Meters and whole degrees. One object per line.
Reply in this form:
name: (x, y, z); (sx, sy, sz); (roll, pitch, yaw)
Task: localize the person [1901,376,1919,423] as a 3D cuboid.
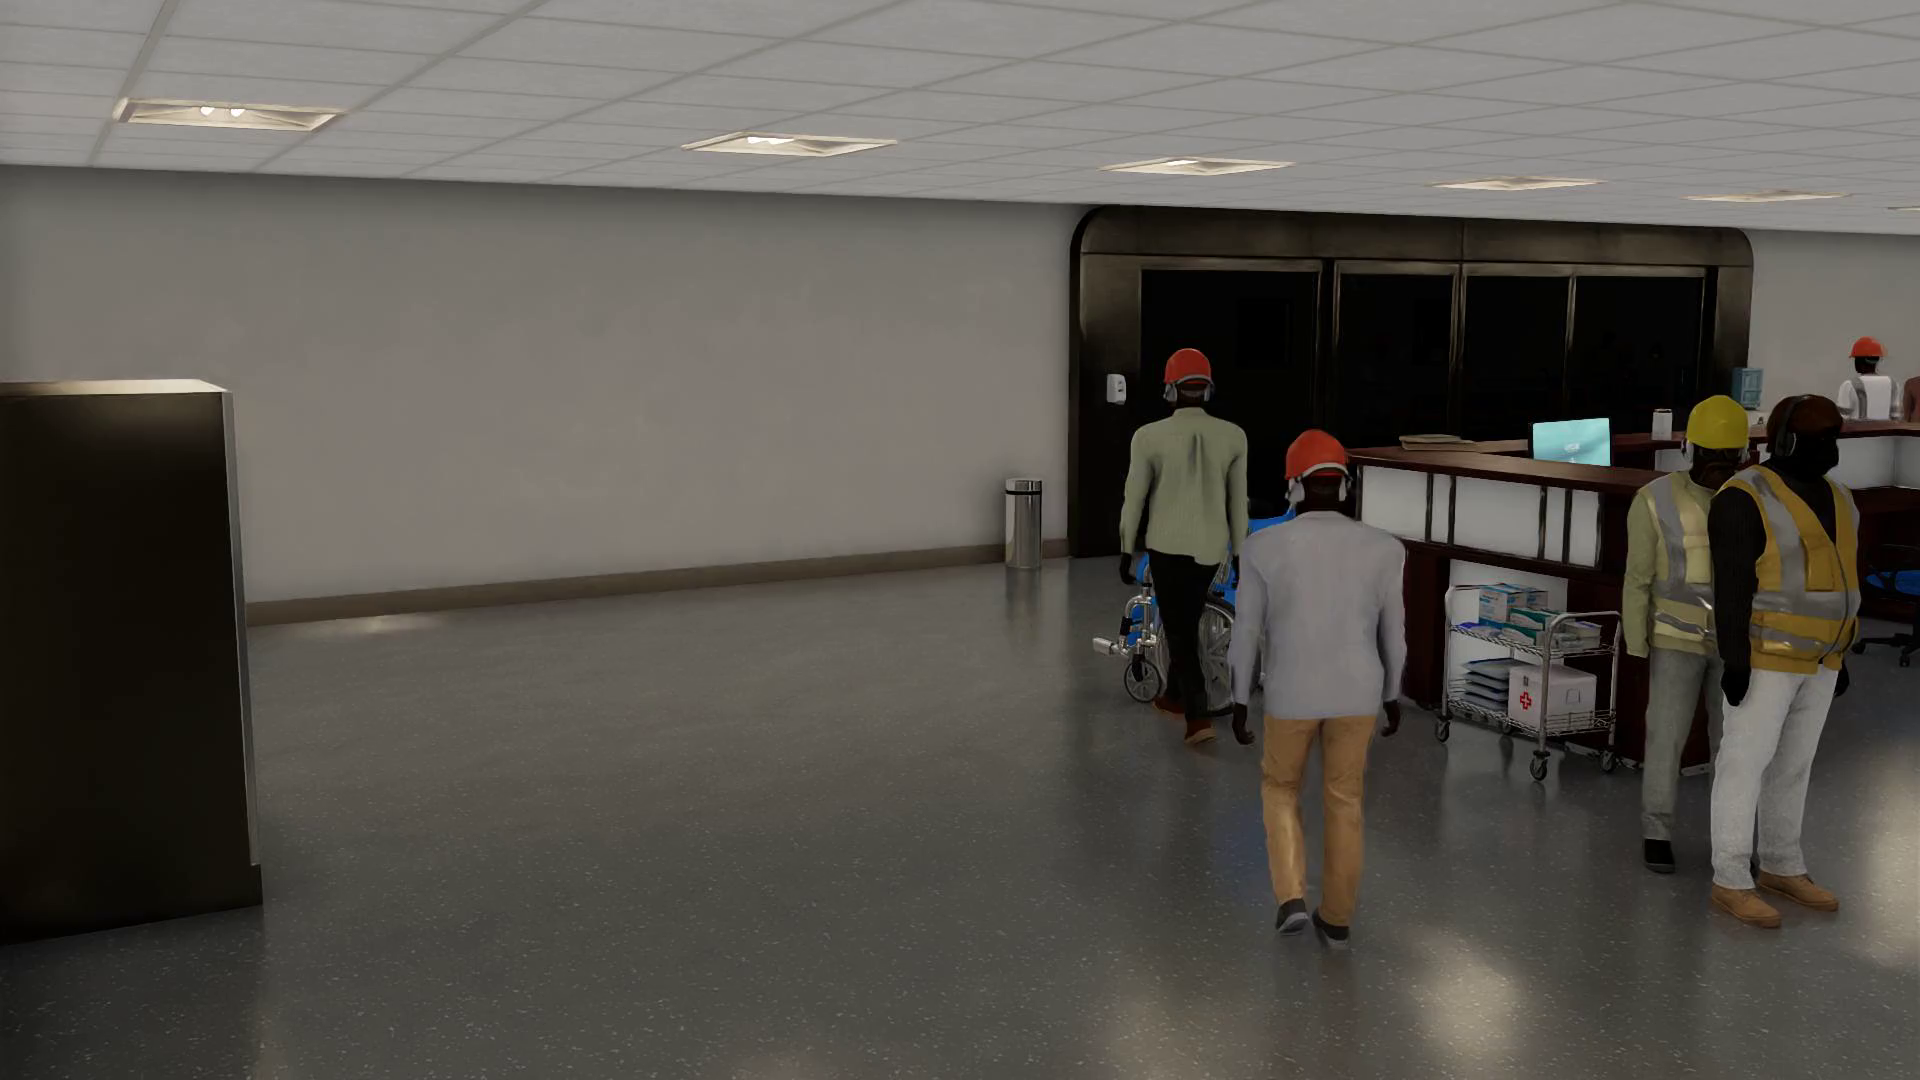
person: (9.968, -1.109, 17.103); (0.320, 1.766, 0.535); (-6, 10, -39)

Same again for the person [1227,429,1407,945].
person: (1.197, 0.496, 5.592); (0.605, 1.731, 0.421); (0, 8, 3)

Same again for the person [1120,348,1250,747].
person: (1.123, 0.023, 8.278); (0.632, 1.954, 1.001); (-2, 8, -12)

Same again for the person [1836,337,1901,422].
person: (7.928, -0.837, 14.677); (0.566, 1.882, 1.011); (-2, 8, -12)

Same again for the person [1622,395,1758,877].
person: (2.804, 0.364, 6.264); (0.599, 1.819, 0.403); (1, 8, 6)

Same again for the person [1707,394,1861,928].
person: (2.900, 0.411, 5.830); (0.623, 1.844, 0.429); (-4, 9, -28)
